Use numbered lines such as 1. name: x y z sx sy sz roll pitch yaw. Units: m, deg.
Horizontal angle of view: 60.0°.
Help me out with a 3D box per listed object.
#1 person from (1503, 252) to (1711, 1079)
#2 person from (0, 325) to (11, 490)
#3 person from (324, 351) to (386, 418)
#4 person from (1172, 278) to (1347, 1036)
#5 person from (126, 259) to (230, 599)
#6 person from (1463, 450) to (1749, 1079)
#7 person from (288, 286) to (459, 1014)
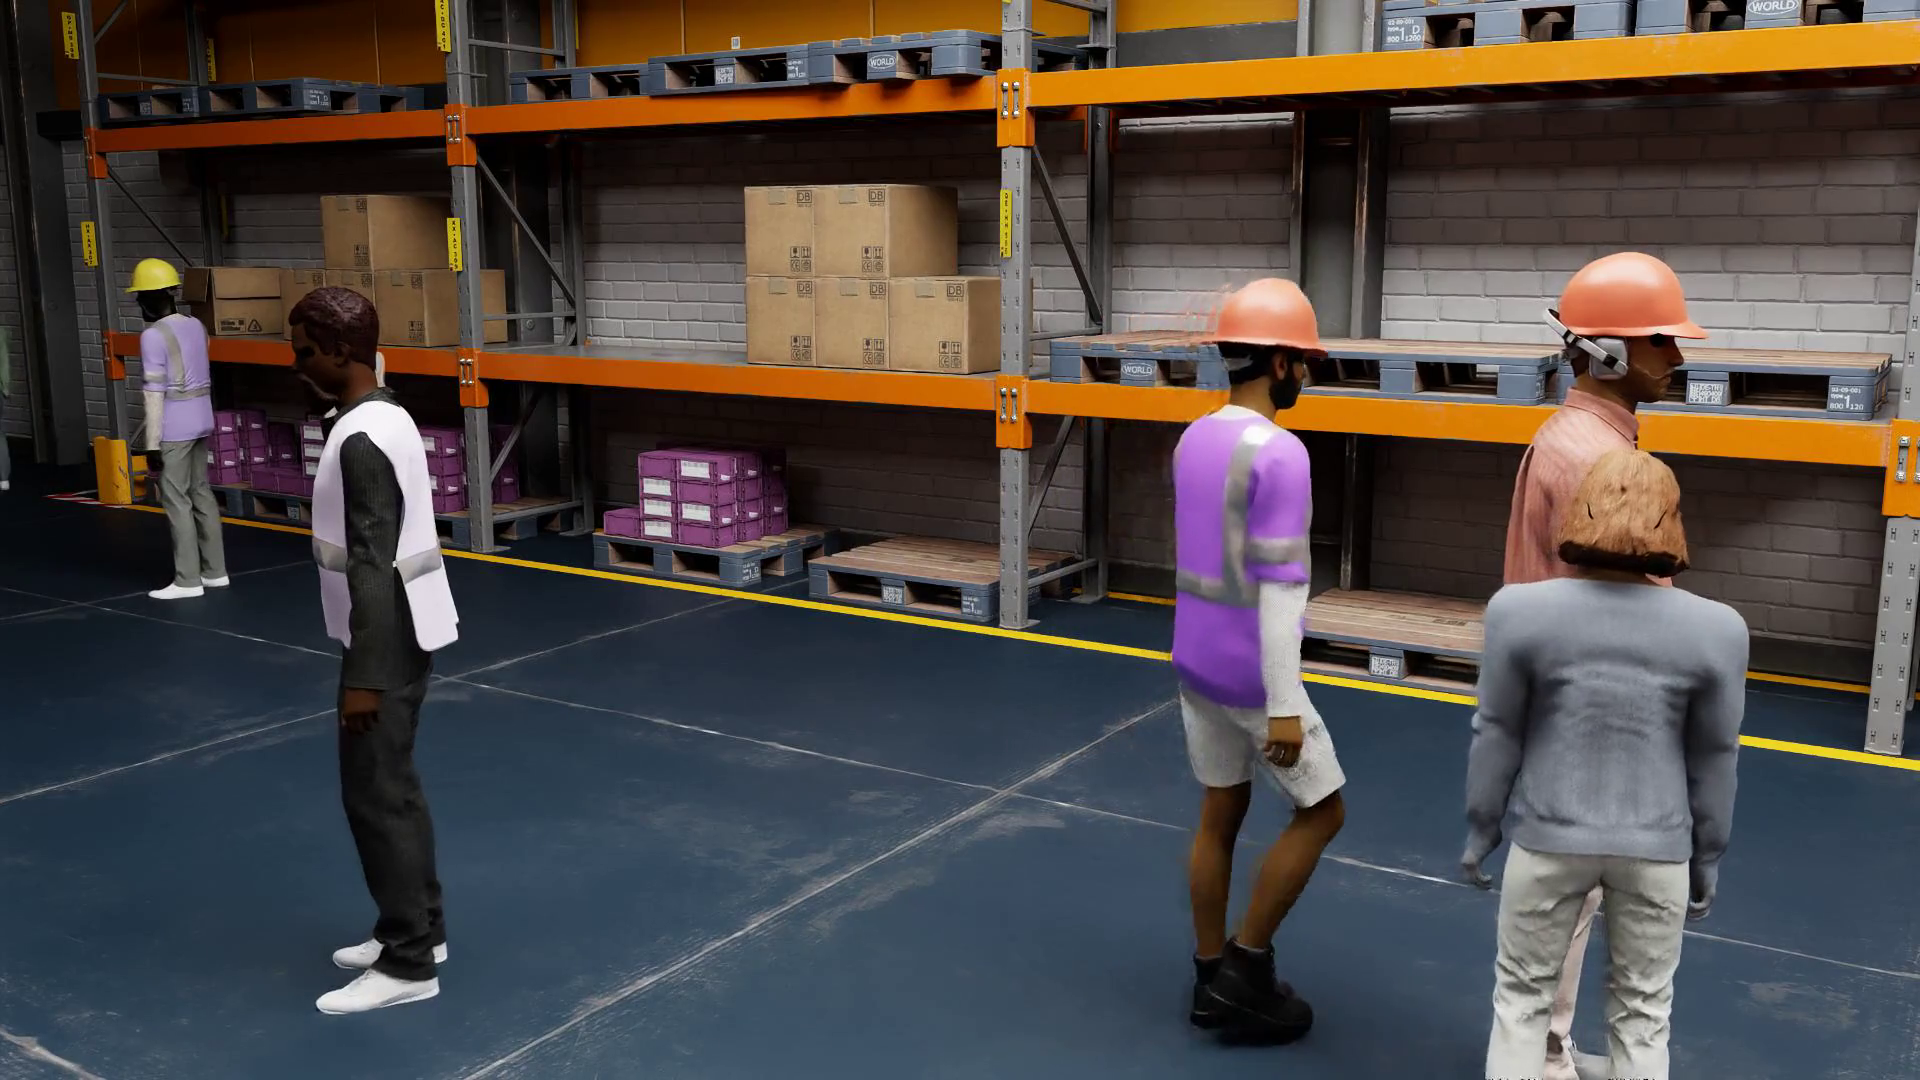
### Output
1. person: 1.401 0.368 3.715 0.382 1.993 0.622 3 11 15
2. person: -7.896 -1.193 13.369 0.280 1.632 0.507 9 14 42
3. person: -3.692 -0.620 10.221 0.284 1.626 0.496 4 11 23
4. person: 0.754 0.314 4.197 0.437 1.924 0.582 -4 11 -20
5. person: -4.451 -0.623 9.429 0.393 1.918 0.589 1 10 5
6. person: 1.275 0.630 3.340 0.510 1.612 0.364 3 11 15
7. person: -1.550 0.284 4.442 0.415 1.905 0.605 -3 11 -17
